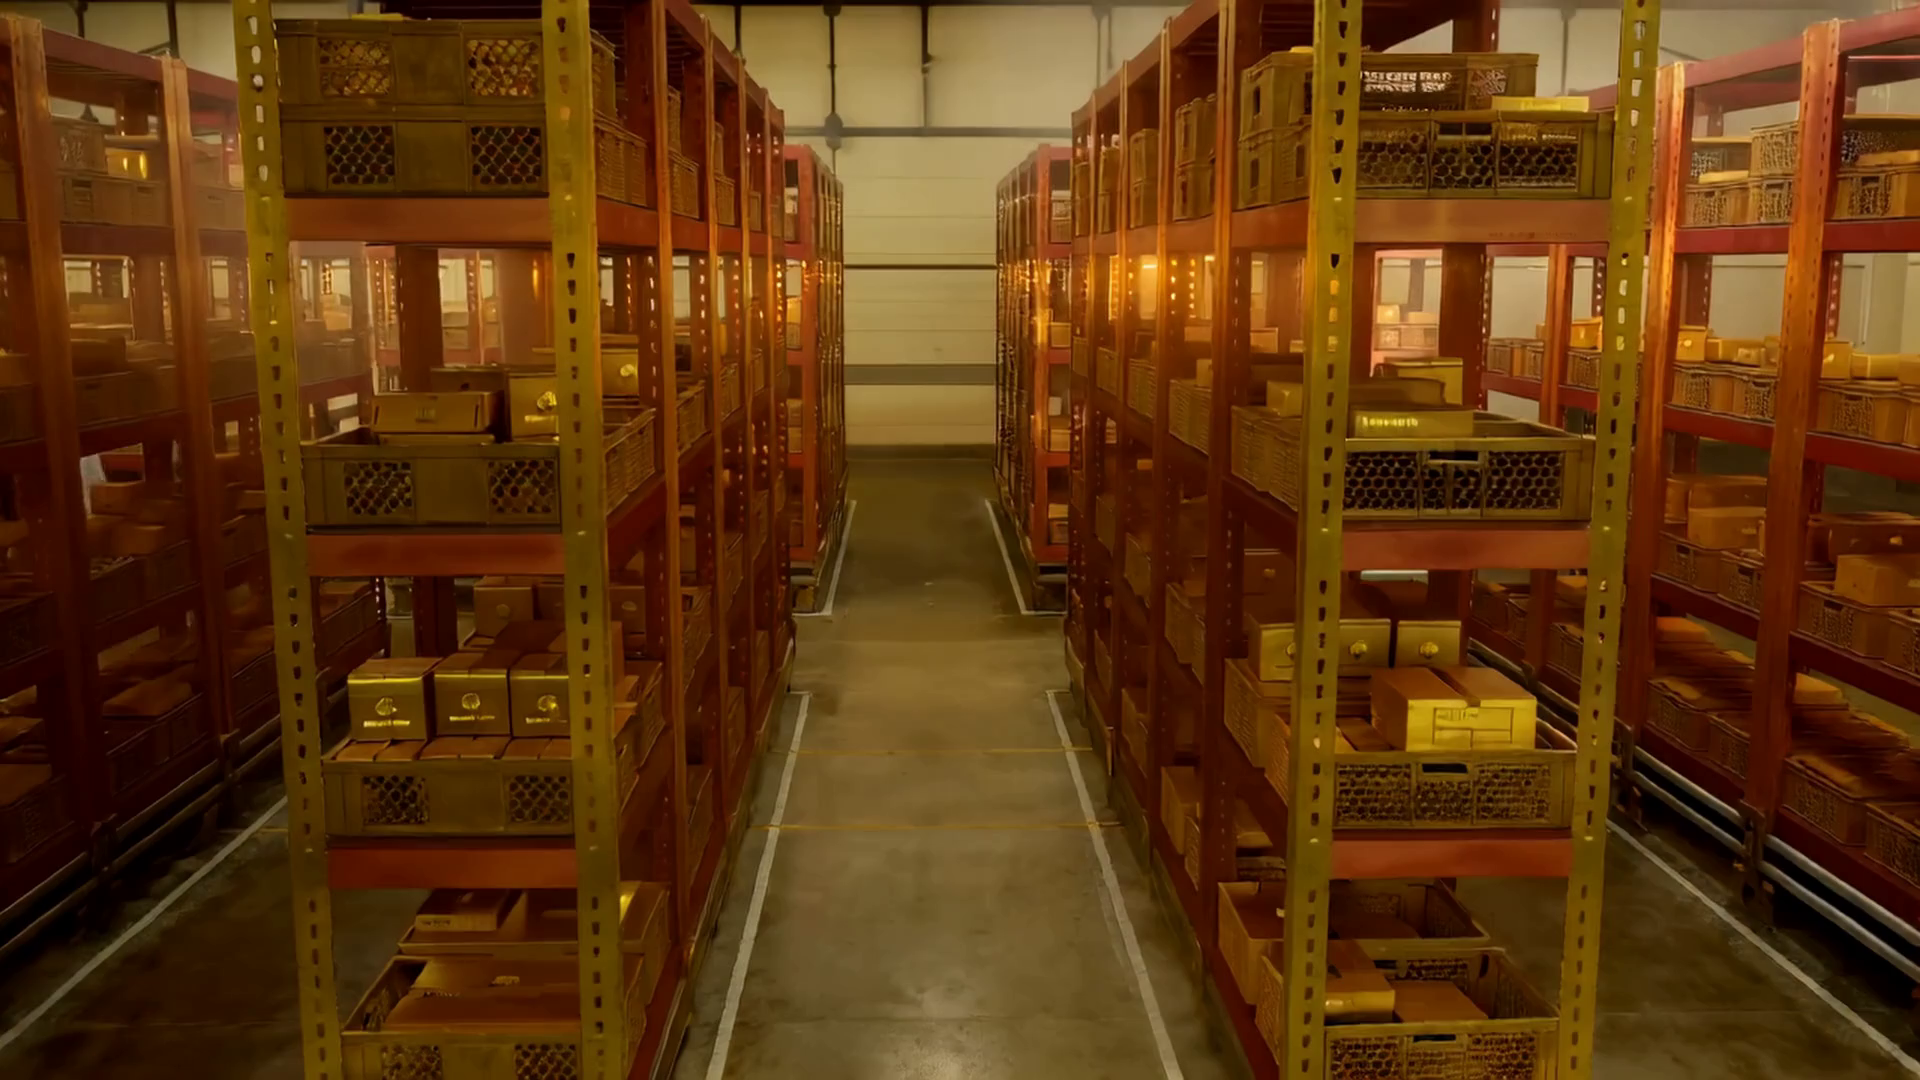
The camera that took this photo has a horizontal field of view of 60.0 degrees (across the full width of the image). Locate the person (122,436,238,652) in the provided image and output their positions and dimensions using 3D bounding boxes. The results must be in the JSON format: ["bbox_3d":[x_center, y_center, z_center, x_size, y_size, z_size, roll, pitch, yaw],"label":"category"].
[{"bbox_3d":[-5.269,-0.063,11.303,0.945,1.811,0.565,1,9,5],"label":"person"}]

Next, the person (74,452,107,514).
[{"bbox_3d":[-6.634,-0.224,12.358,0.924,1.768,0.659,-1,9,-8],"label":"person"}]
